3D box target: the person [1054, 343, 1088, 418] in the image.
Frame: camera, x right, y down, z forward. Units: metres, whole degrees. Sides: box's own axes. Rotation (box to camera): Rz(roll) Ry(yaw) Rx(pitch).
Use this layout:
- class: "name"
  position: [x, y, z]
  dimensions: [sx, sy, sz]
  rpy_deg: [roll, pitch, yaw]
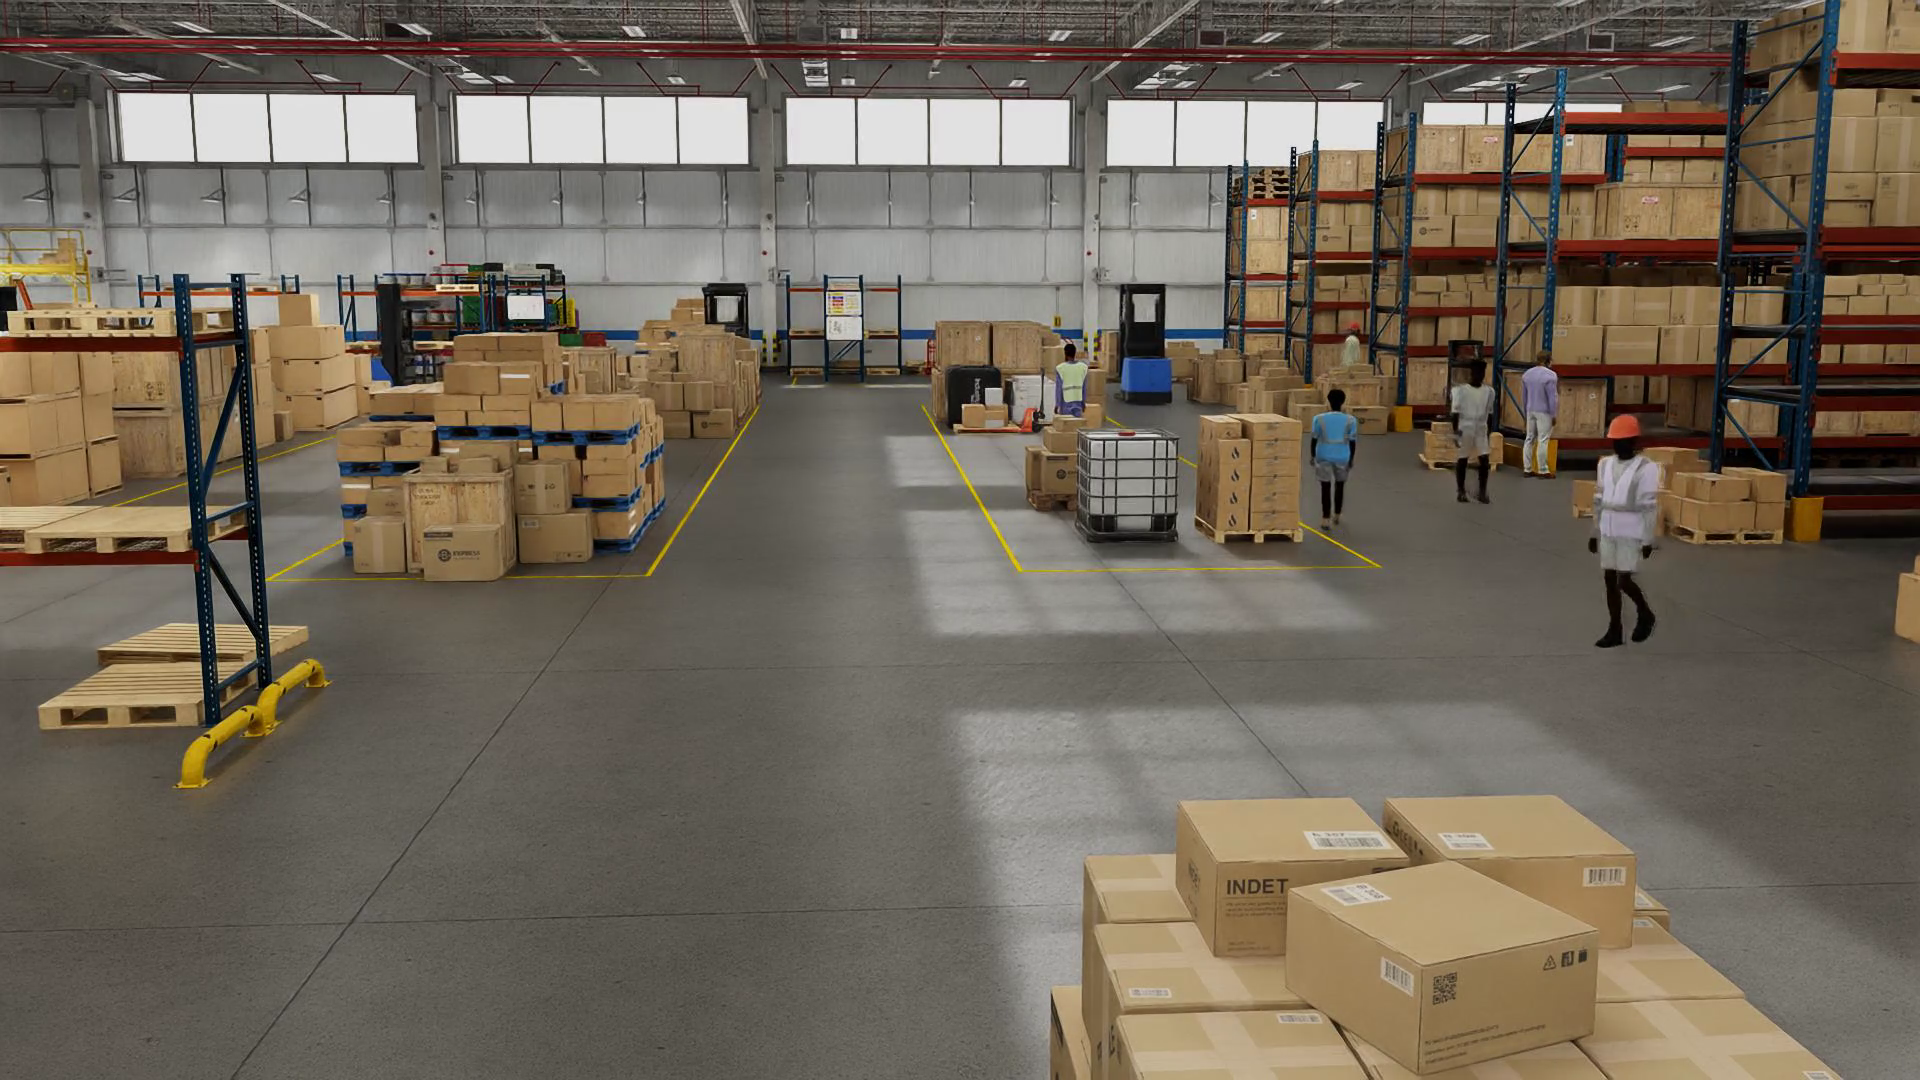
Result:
- class: "person"
  position: [1.809, -2.242, 27.113]
  dimensions: [0.593, 1.922, 0.392]
  rpy_deg: [-4, 10, -25]

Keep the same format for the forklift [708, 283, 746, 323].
- class: "forklift"
  position: [-5.818, -5.043, 41.696]
  dimensions: [1.129, 2.768, 1.873]
  rpy_deg: [-1, 9, -4]

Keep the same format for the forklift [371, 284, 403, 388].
- class: "forklift"
  position: [-13.247, -4.567, 38.707]
  dimensions: [1.873, 2.768, 1.129]
  rpy_deg: [-1, 9, -4]

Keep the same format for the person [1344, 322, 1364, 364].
- class: "person"
  position: [8.888, -3.924, 37.484]
  dimensions: [0.432, 1.978, 0.624]
  rpy_deg: [0, 9, -1]

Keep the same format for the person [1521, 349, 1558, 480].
- class: "person"
  position: [8.612, -1.863, 24.697]
  dimensions: [0.373, 1.935, 0.628]
  rpy_deg: [-5, 10, -29]

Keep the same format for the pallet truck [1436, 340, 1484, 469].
- class: "pallet truck"
  position: [8.004, -2.170, 26.422]
  dimensions: [0.823, 1.965, 1.885]
  rpy_deg: [2, 9, 14]

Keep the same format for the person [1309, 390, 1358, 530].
- class: "person"
  position: [4.478, -0.979, 19.999]
  dimensions: [0.552, 1.651, 0.878]
  rpy_deg: [1, 9, 7]

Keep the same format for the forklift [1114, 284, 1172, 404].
- class: "forklift"
  position: [4.360, -4.666, 39.328]
  dimensions: [1.129, 2.768, 1.873]
  rpy_deg: [-1, 9, -4]

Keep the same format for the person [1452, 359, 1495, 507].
- class: "person"
  position: [6.718, -1.384, 21.701]
  dimensions: [0.608, 1.932, 0.816]
  rpy_deg: [-1, 9, -3]

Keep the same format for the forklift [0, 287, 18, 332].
- class: "forklift"
  position: [-16.257, -2.887, 28.158]
  dimensions: [1.873, 2.768, 1.129]
  rpy_deg: [-1, 9, -4]

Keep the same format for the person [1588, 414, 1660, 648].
- class: "person"
  position: [5.374, -0.067, 13.474]
  dimensions: [0.476, 1.923, 0.546]
  rpy_deg: [-5, 10, -28]
